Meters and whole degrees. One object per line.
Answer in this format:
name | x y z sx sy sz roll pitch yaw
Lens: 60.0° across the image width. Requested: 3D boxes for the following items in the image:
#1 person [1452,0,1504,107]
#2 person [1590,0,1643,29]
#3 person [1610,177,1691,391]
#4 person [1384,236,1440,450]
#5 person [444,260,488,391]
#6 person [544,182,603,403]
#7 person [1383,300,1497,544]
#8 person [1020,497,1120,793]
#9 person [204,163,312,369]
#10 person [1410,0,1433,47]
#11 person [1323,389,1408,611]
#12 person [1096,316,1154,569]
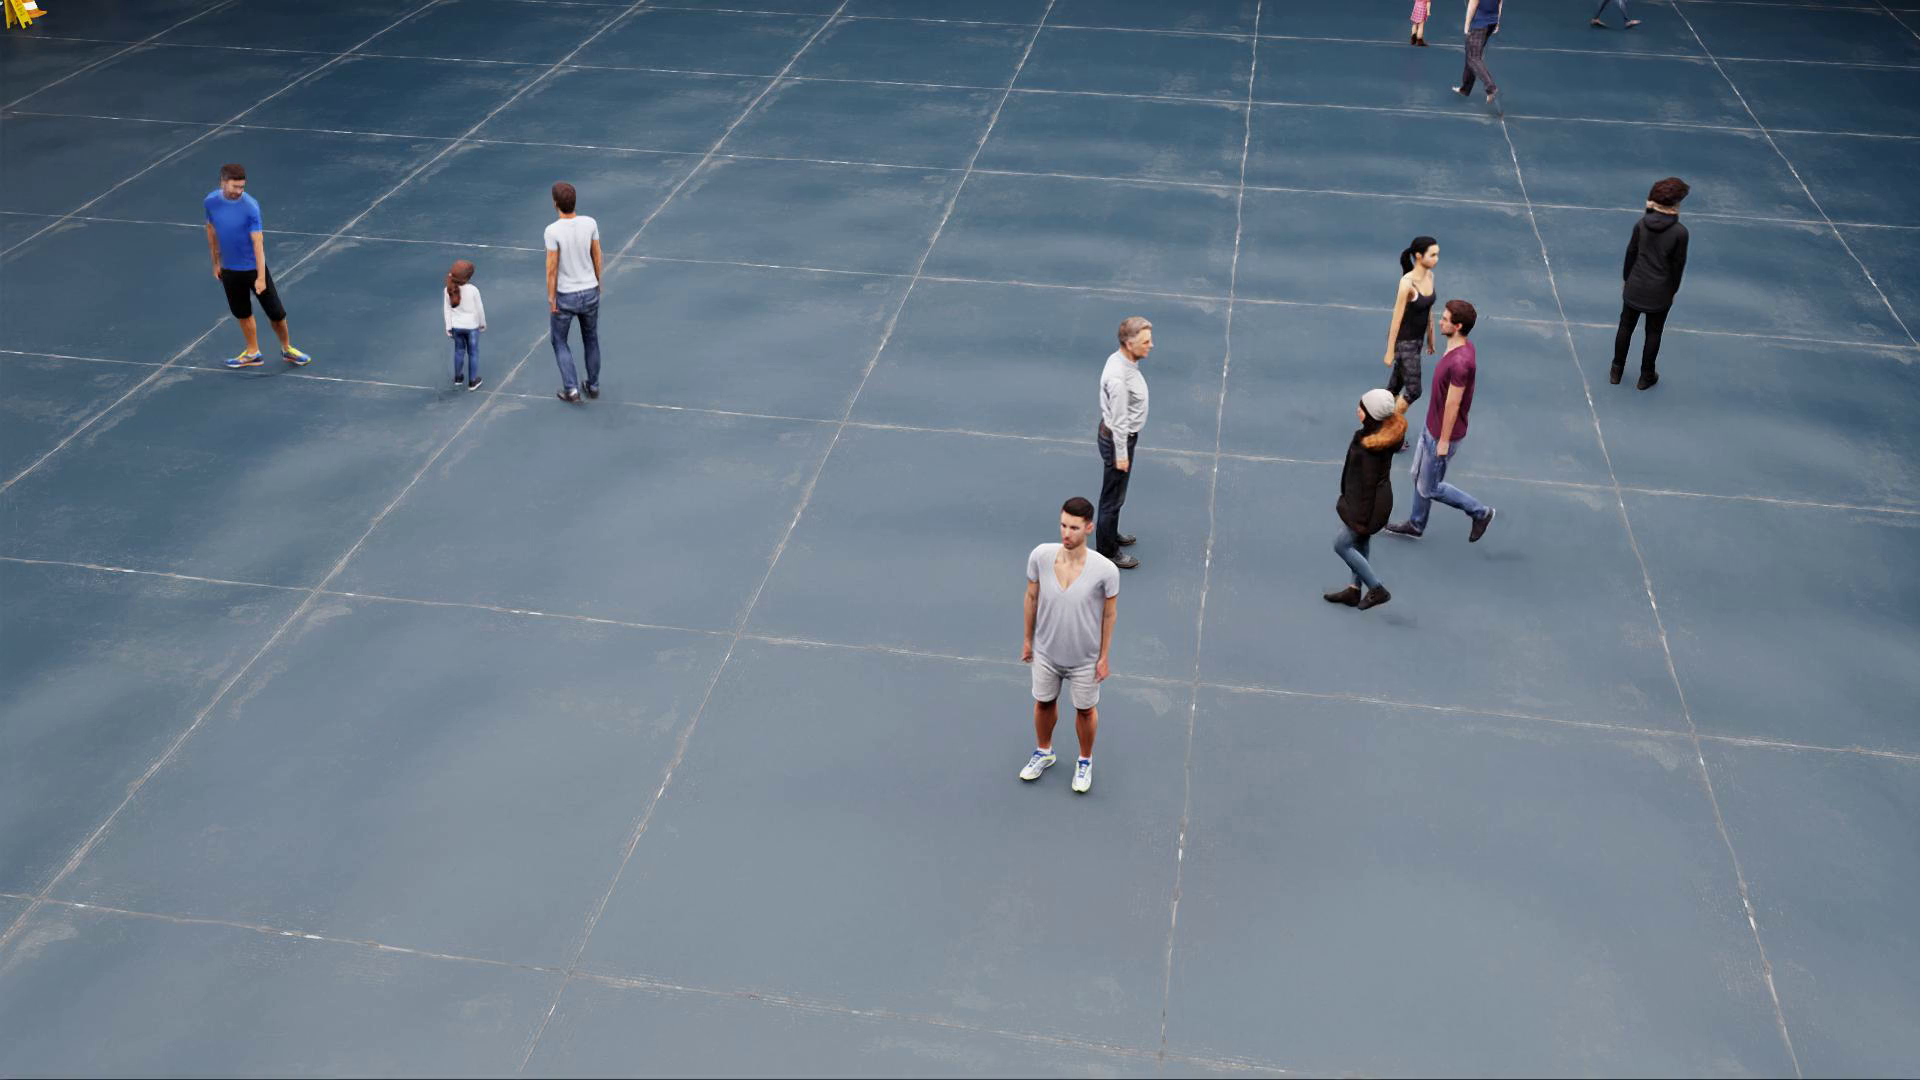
person | 6.321 -6.138 19.945 1.142 1.841 1.132 -15 35 -22
person | 9.013 -7.711 22.962 0.877 1.282 0.503 7 33 12
person | 5.633 -2.079 13.570 0.675 1.778 0.776 22 38 30
person | 3.343 -1.529 12.754 0.772 1.718 0.728 26 40 35
person | -4.102 -1.765 13.719 0.455 1.087 0.561 -6 33 -9
person | -3.034 -1.951 13.286 0.780 1.863 0.844 -19 37 -27
person | 3.414 -0.760 11.427 0.946 1.833 0.656 6 33 10
person | 0.611 0.572 9.293 0.569 1.856 0.776 11 34 17
person | -5.992 -2.277 13.830 0.496 1.835 0.922 13 35 20
person | 6.216 -7.180 22.364 0.550 1.022 0.502 -15 35 -22
person | 2.696 -0.226 10.768 0.756 1.632 0.705 14 35 21
person | 1.085 -0.691 11.335 0.559 1.815 0.647 4 33 7
